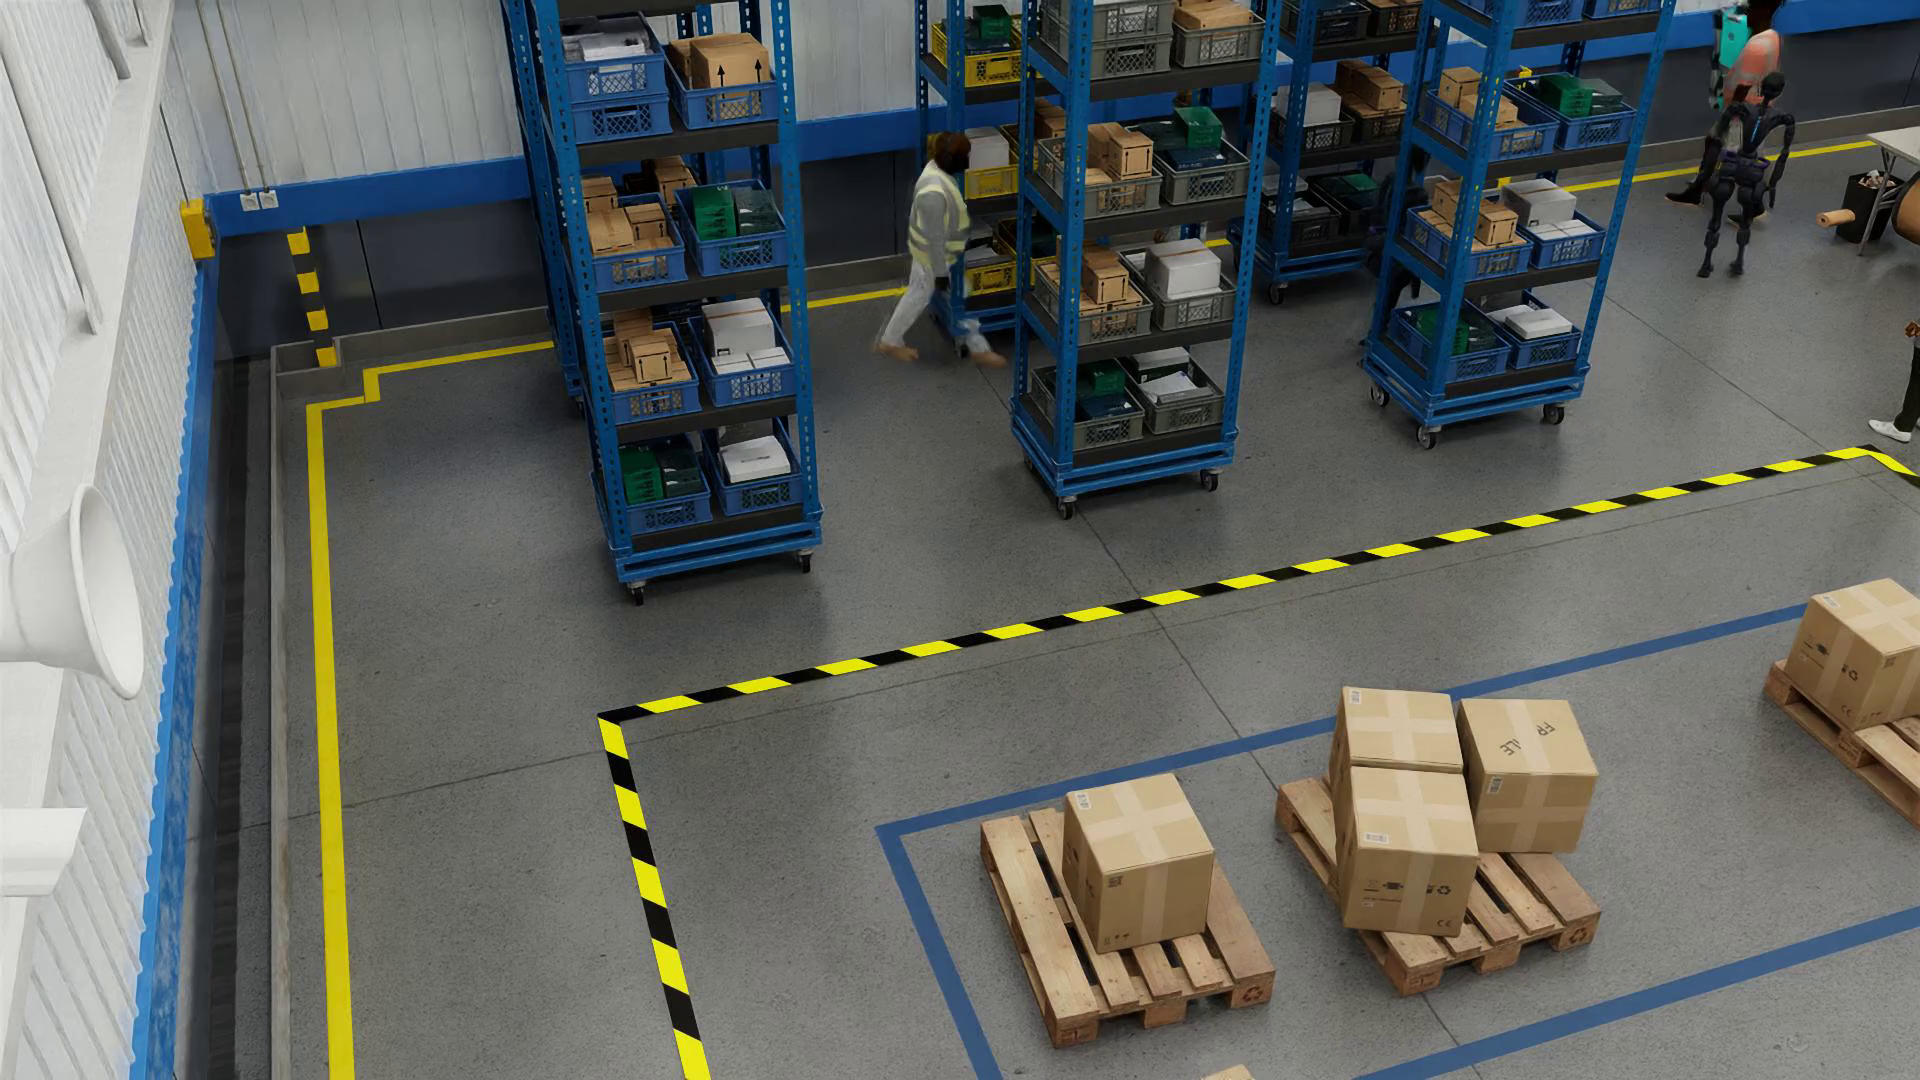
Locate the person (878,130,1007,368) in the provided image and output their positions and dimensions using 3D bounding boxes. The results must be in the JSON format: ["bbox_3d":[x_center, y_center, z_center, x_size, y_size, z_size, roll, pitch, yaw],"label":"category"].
[{"bbox_3d":[-0.156,-2.023,11.620,0.951,1.783,0.639,11,37,15],"label":"person"}]

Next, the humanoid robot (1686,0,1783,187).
[{"bbox_3d":[6.824,-3.862,14.277,0.970,1.755,0.573,-10,36,-14],"label":"humanoid robot"}]

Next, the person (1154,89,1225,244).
[{"bbox_3d":[1.610,-2.323,11.901,0.353,1.937,0.634,27,43,33],"label":"person"}]

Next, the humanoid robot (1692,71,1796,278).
[{"bbox_3d":[6.006,-2.816,12.824,0.609,1.652,0.375,16,38,21],"label":"humanoid robot"}]

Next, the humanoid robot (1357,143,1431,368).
[{"bbox_3d":[3.033,-1.988,11.651,0.365,1.642,0.611,-14,37,-19],"label":"humanoid robot"}]

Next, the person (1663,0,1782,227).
[{"bbox_3d":[6.432,-3.553,13.646,0.815,1.932,0.611,16,38,21],"label":"person"}]

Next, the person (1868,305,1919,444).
[{"bbox_3d":[6.420,-1.487,10.790,0.588,1.852,0.371,-12,37,-16],"label":"person"}]
